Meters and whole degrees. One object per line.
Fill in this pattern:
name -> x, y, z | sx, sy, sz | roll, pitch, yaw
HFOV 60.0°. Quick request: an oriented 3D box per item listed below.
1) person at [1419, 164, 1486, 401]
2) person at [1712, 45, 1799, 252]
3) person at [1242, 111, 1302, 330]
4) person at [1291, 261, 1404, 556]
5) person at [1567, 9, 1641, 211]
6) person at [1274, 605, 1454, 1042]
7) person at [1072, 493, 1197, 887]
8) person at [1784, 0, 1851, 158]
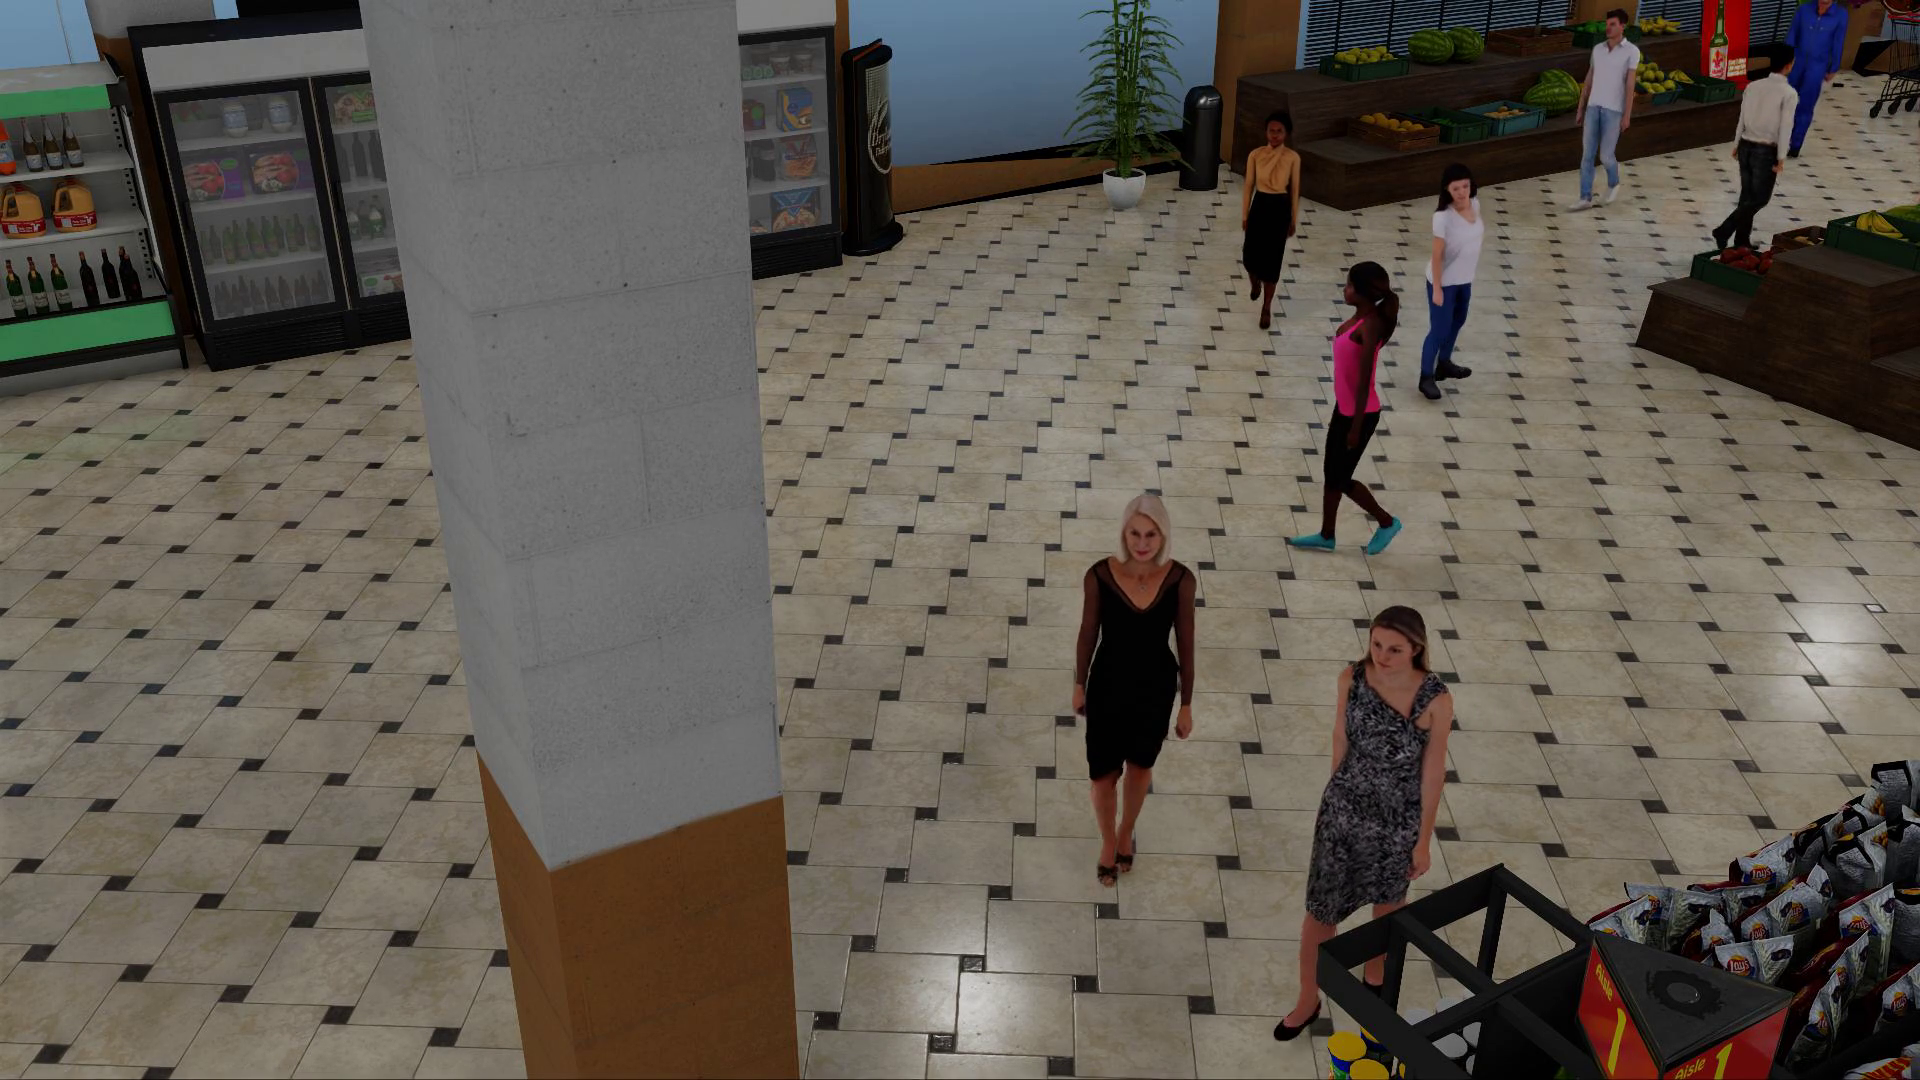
person -> 3.298, -1.734, 11.271 | 0.946, 1.642, 0.640 | 16, 31, 29
person -> 6.711, -3.257, 14.111 | 0.898, 1.790, 0.649 | -14, 30, -26
person -> 2.364, -2.443, 12.667 | 0.797, 1.645, 0.850 | 5, 27, 10
person -> 2.218, -0.677, 9.106 | 0.945, 1.716, 0.845 | 2, 27, 3
person -> 6.071, -4.000, 15.519 | 0.804, 1.842, 0.728 | -19, 33, -33
person -> 1.537, 0.947, 5.945 | 0.844, 1.678, 0.995 | 15, 30, 26
person -> 0.690, 0.565, 6.639 | 0.731, 1.734, 0.812 | 2, 27, 4
person -> 8.947, -4.995, 17.533 | 0.997, 1.796, 1.230 | 19, 32, 32
